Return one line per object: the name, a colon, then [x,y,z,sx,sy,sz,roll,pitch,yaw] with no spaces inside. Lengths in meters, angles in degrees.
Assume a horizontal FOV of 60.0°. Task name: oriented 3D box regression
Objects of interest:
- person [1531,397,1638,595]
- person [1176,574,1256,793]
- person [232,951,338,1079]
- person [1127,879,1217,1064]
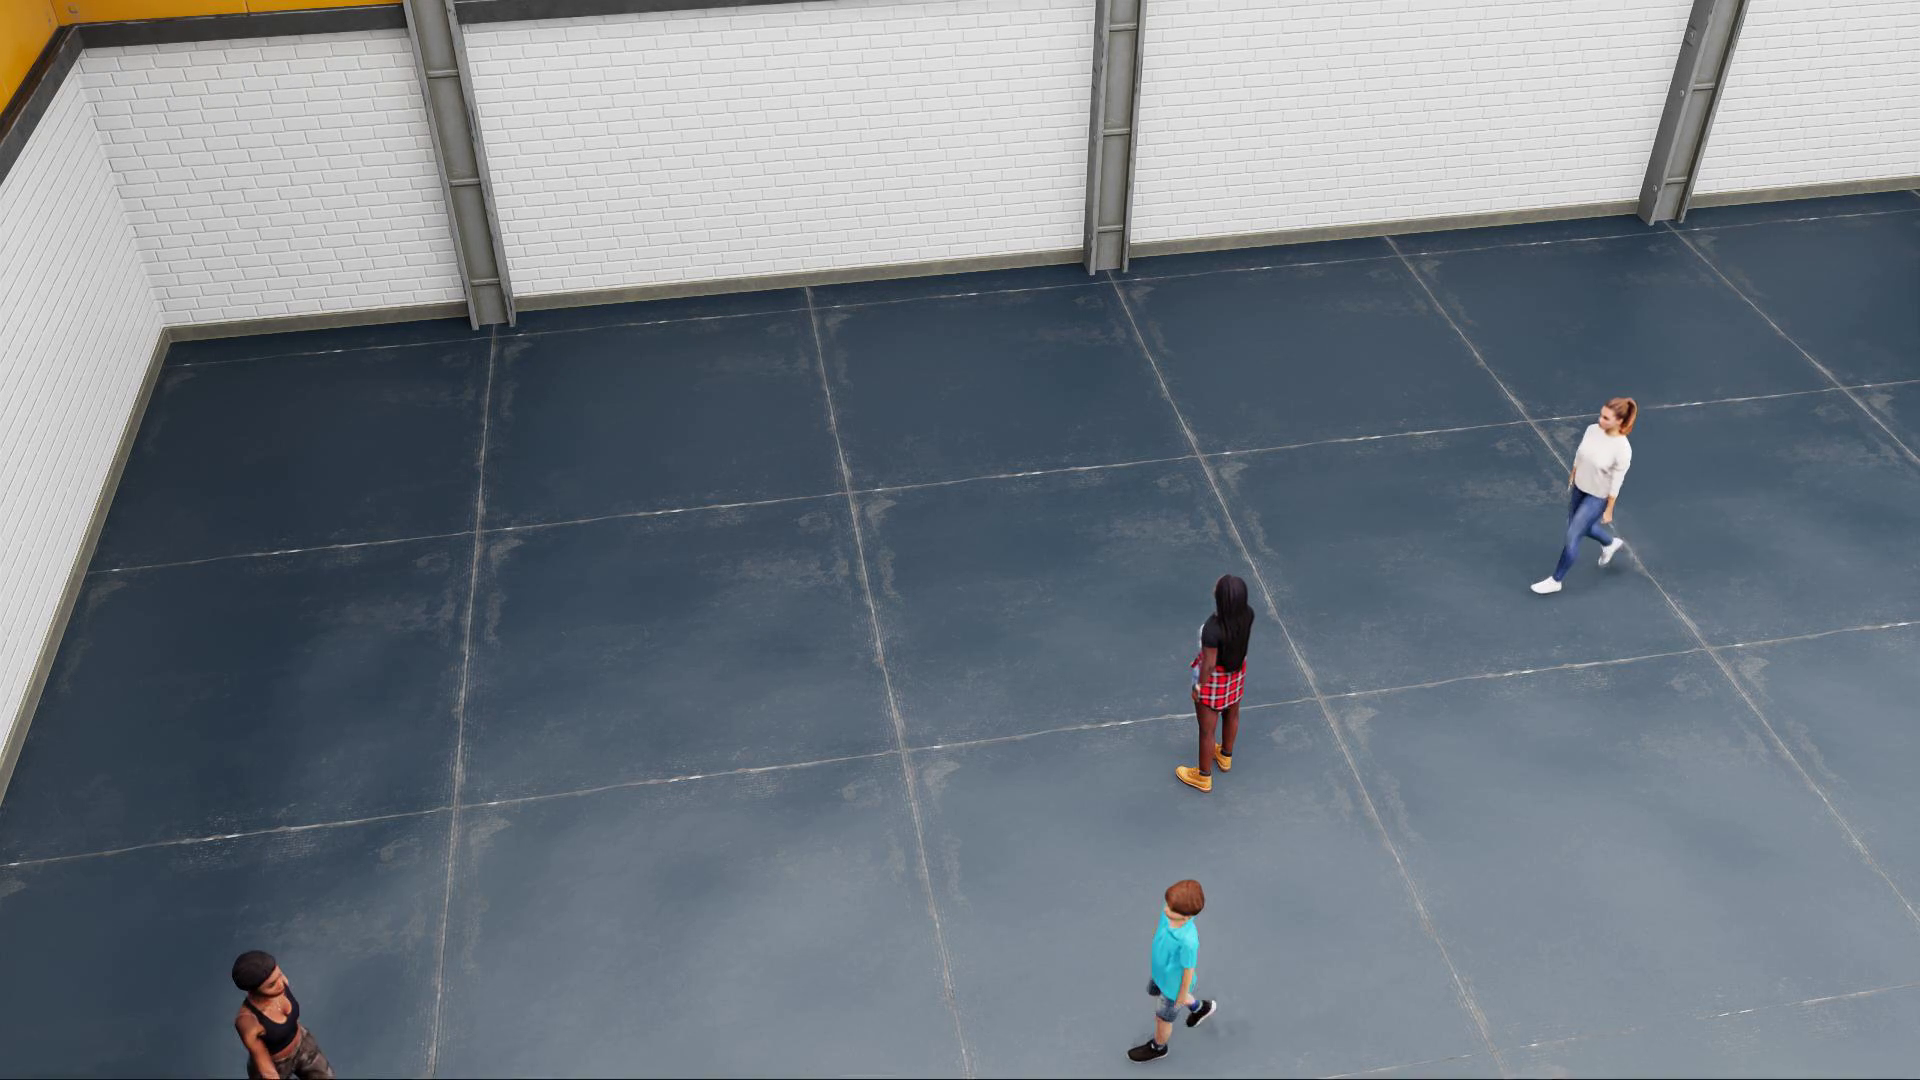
person: [4.747,-0.342,12.316,1.045,1.702,0.694,-11,40,-13]
person: [1.681,0.903,10.736,0.699,1.729,0.778,-31,48,-33]
person: [-3.554,2.699,8.540,1.243,1.663,0.897,8,39,10]
person: [1.229,2.349,9.156,0.762,1.442,0.539,-8,39,-10]
